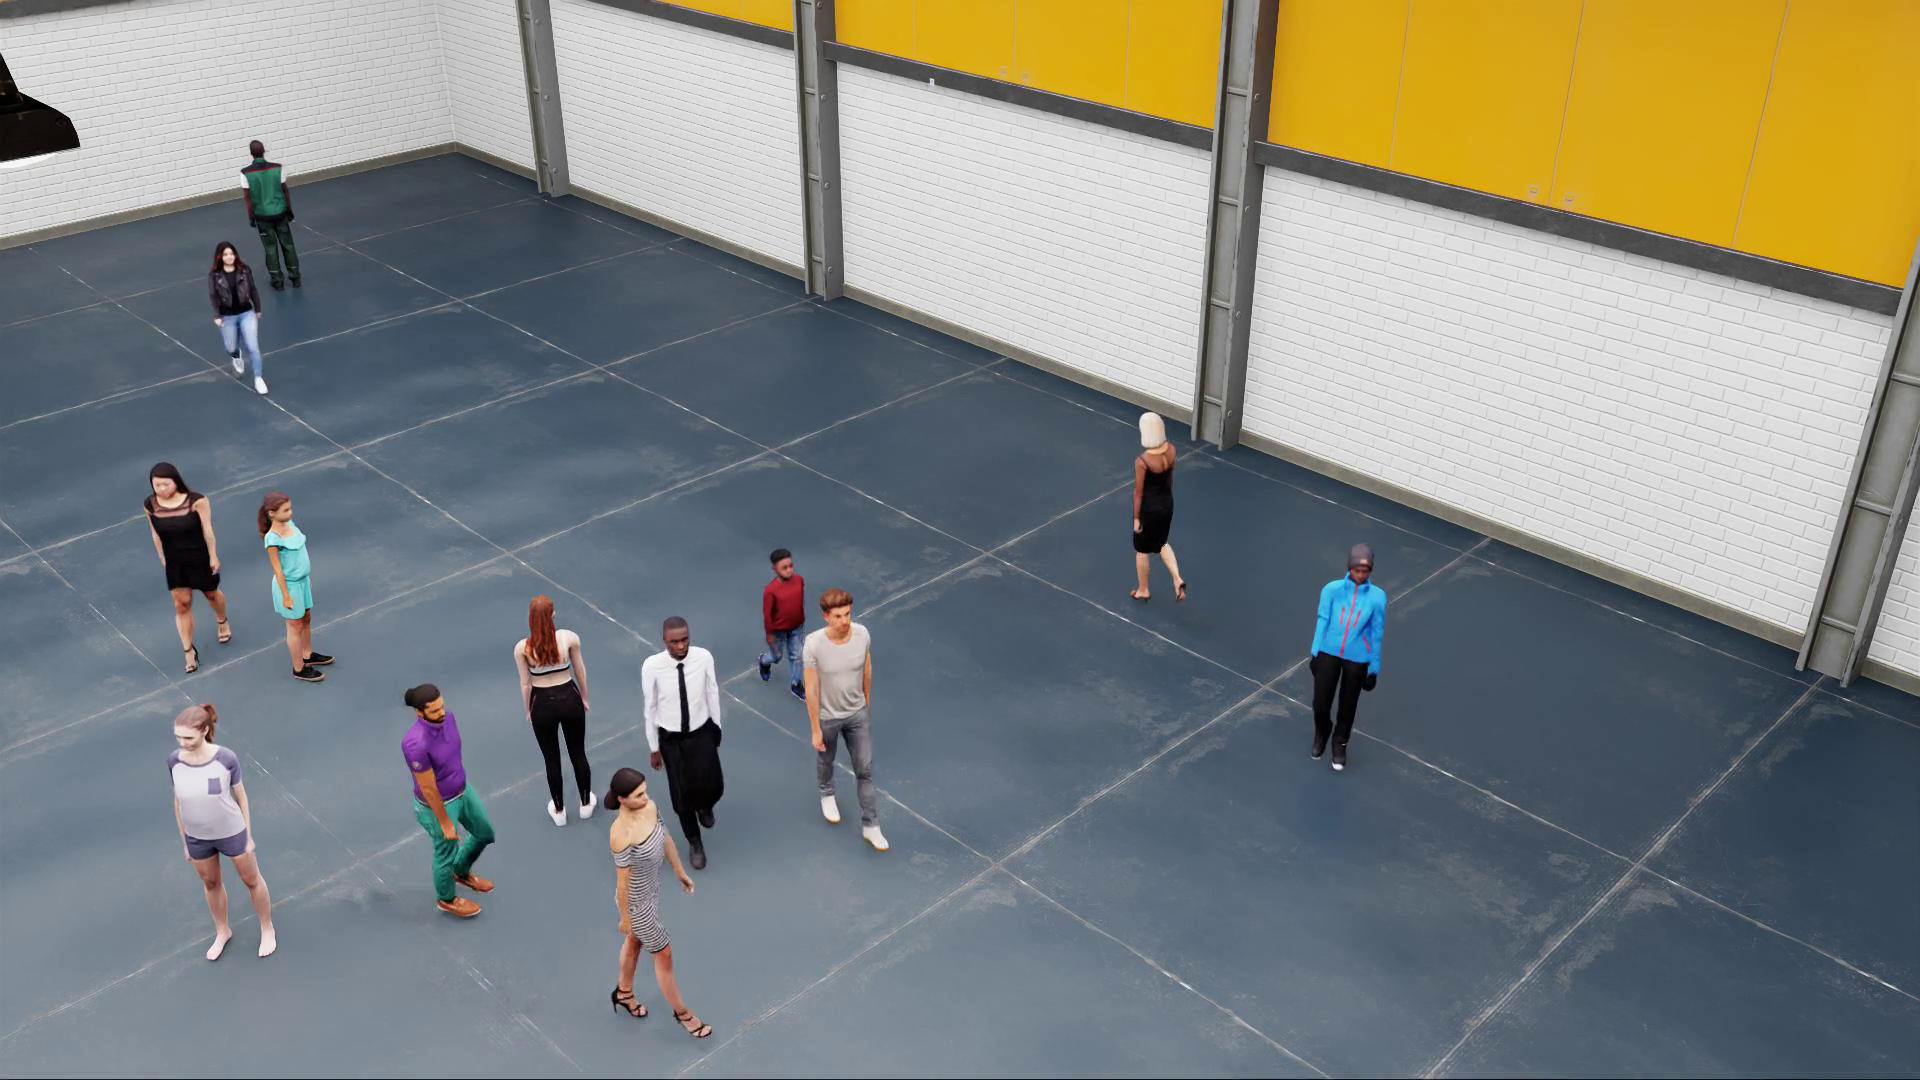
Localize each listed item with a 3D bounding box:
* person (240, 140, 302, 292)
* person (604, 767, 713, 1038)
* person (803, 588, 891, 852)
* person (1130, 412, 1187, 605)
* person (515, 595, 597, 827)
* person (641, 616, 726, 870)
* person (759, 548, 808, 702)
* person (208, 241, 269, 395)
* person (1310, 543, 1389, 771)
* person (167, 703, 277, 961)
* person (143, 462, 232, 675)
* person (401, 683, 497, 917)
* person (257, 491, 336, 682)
[{"bbox_3d":[-8.407,-3.966,20.290,0.730,1.838,0.654,-18,33,-29],"label":"person"},{"bbox_3d":[-1.879,2.016,9.362,0.988,1.802,0.875,5,29,9],"label":"person"},{"bbox_3d":[-0.843,1.094,10.988,0.900,1.863,1.120,-11,31,-19],"label":"person"},{"bbox_3d":[1.629,-0.198,13.495,0.682,1.730,0.856,-18,34,-30],"label":"person"},{"bbox_3d":[-2.678,1.127,11.055,0.666,1.741,0.667,-9,30,-16],"label":"person"},{"bbox_3d":[-1.793,1.243,10.759,0.832,1.821,0.919,-9,30,-16],"label":"person"},{"bbox_3d":[-1.349,0.608,12.525,0.573,1.245,0.780,-19,34,-31],"label":"person"},{"bbox_3d":[-7.670,-2.372,17.607,0.811,1.611,1.028,-15,32,-26],"label":"person"},{"bbox_3d":[2.702,0.779,11.652,0.701,1.781,0.800,7,29,13],"label":"person"},{"bbox_3d":[-4.424,1.731,9.923,0.674,1.765,0.723,-2,29,-4],"label":"person"},{"bbox_3d":[-5.958,0.131,12.944,0.969,1.681,1.077,-5,29,-10],"label":"person"},{"bbox_3d":[-3.246,1.602,10.179,0.803,1.747,0.763,6,29,11],"label":"person"},{"bbox_3d":[-5.105,0.331,12.705,0.706,1.558,0.650,1,29,2],"label":"person"}]
